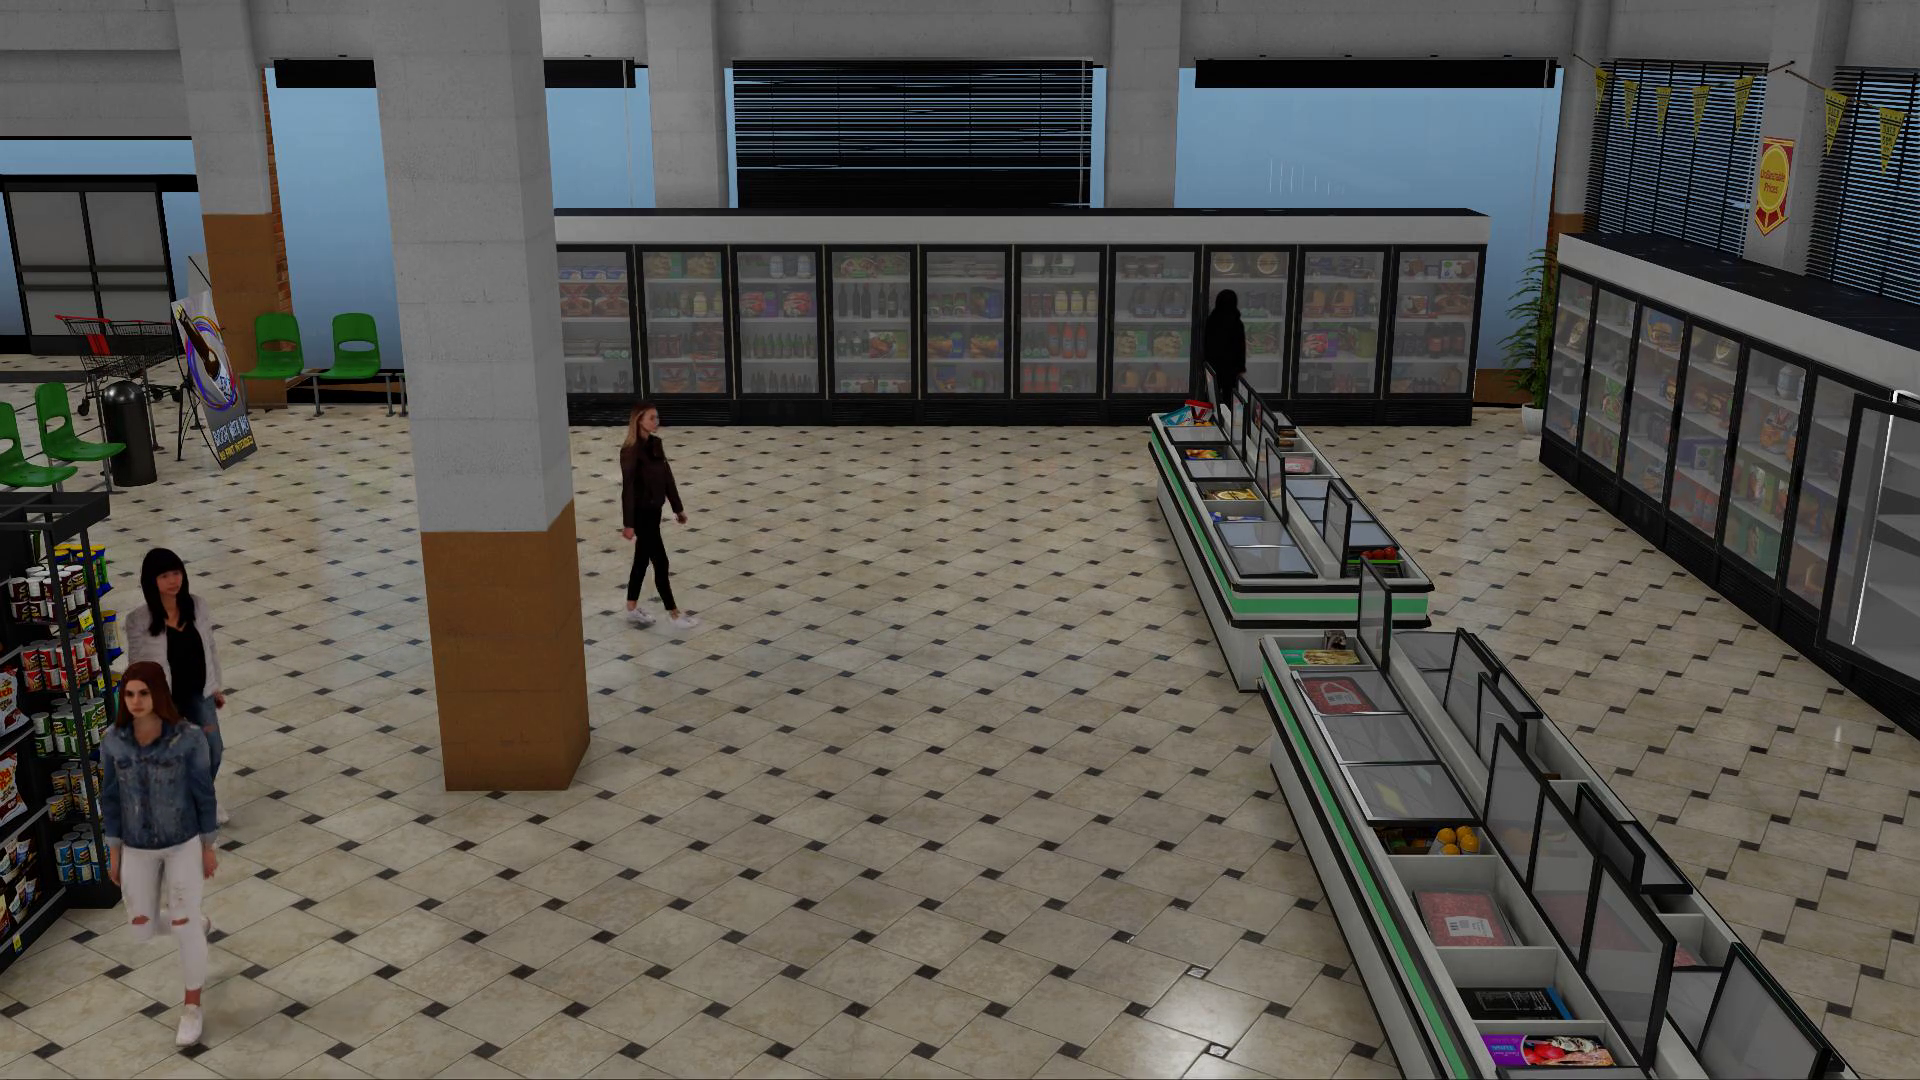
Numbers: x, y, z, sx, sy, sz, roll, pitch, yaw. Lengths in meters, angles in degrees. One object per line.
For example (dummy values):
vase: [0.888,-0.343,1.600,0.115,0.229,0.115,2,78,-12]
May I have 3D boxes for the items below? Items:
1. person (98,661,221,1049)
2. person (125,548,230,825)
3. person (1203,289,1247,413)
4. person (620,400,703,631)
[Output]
person: [-3.391,1.289,7.141,0.650,1.690,0.890,-1,17,-4]
person: [-4.168,0.812,8.832,0.795,1.620,0.727,14,22,38]
person: [2.776,-1.829,17.541,0.772,1.614,0.823,14,22,39]
person: [-2.335,-0.179,11.993,0.846,1.679,0.944,5,18,17]
